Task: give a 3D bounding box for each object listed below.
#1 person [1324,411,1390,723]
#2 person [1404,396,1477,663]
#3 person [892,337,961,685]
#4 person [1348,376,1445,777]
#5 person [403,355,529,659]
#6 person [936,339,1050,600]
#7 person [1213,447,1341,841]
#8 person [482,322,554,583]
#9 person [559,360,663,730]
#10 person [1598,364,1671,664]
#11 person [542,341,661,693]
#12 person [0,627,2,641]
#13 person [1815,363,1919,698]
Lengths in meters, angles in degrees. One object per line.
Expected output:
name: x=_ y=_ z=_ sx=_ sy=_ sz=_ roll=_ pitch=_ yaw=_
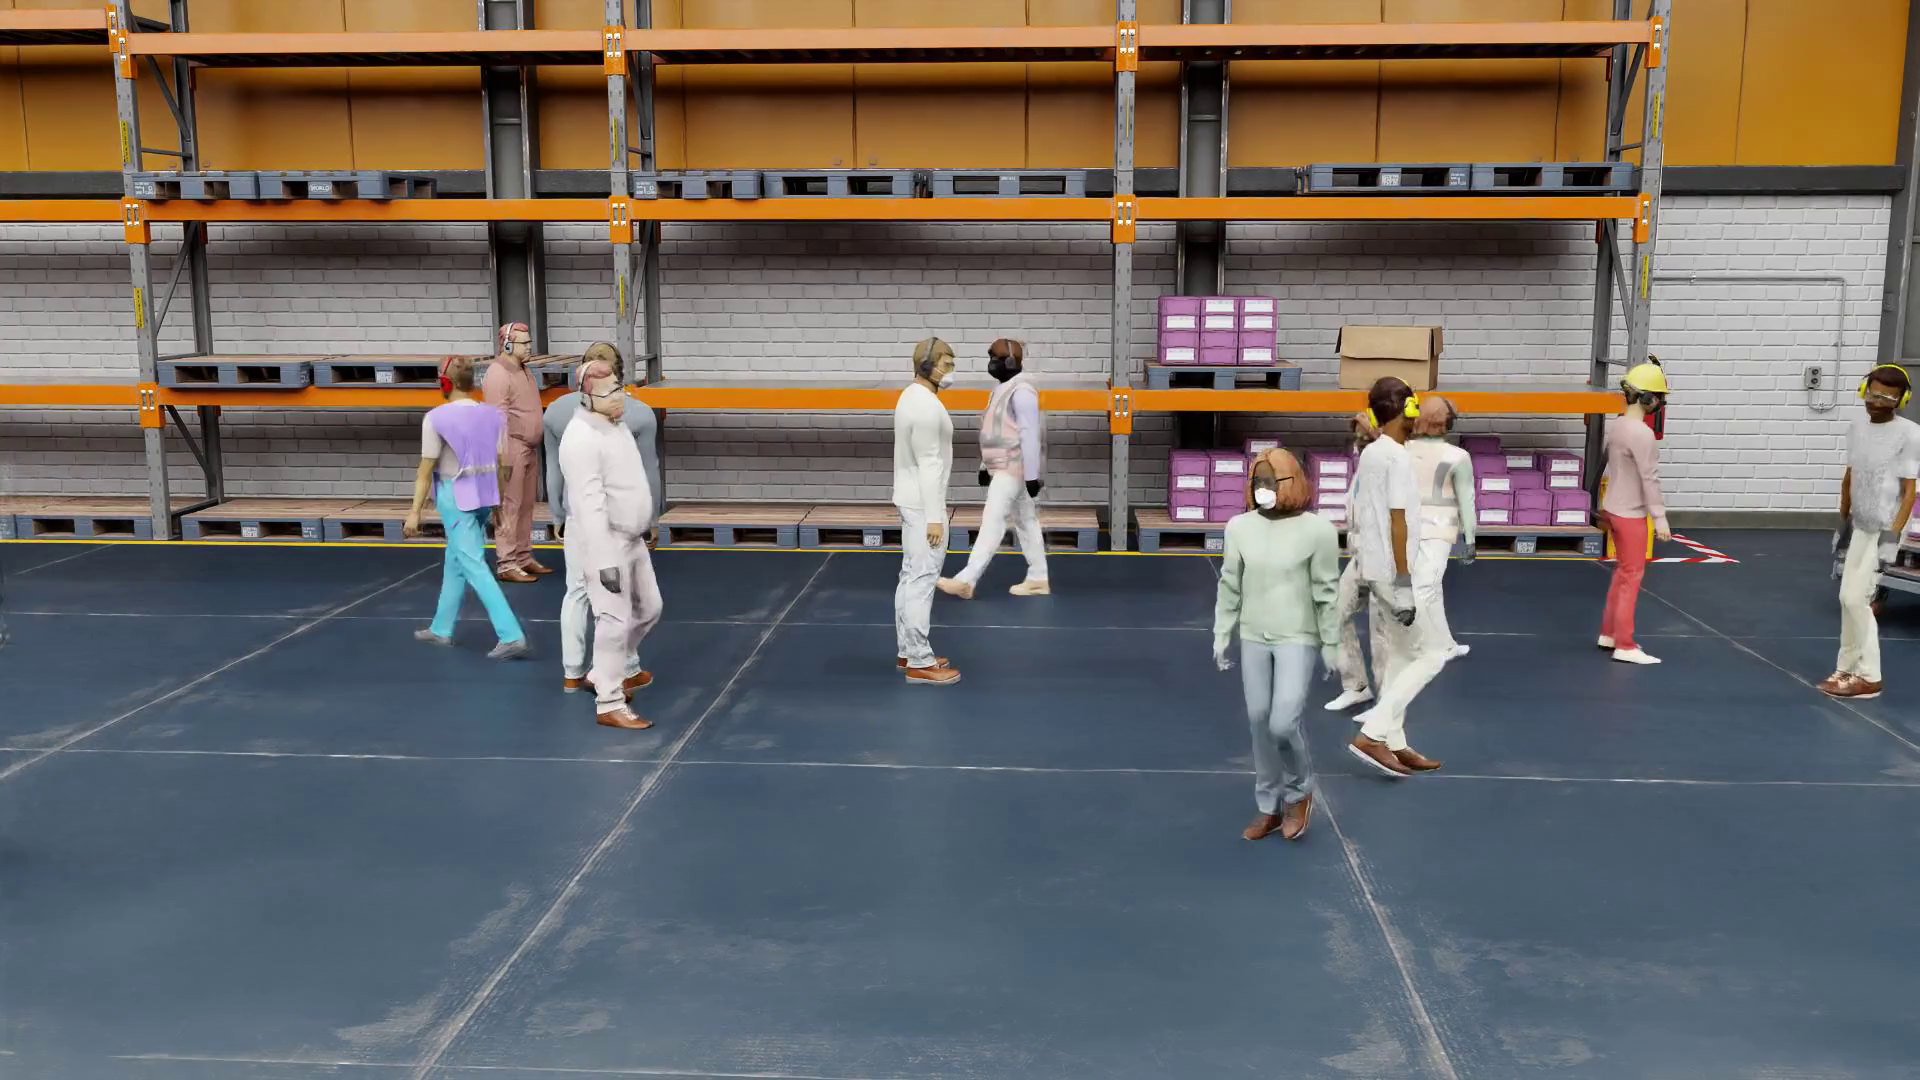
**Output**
person: x=2.054 y=0.145 z=8.434 sx=0.480 sy=1.617 sz=0.511 roll=-1 pitch=10 yaw=-8
person: x=2.673 y=-0.018 z=9.450 sx=0.884 sy=1.594 sz=0.531 roll=-7 pitch=12 yaw=-36
person: x=-0.198 y=-0.166 z=9.324 sx=0.352 sy=1.933 sz=0.634 roll=-2 pitch=10 yaw=-10
person: x=2.026 y=0.178 z=7.592 sx=0.404 sy=1.839 sz=0.561 roll=0 pitch=10 yaw=2
person: x=-2.941 y=-0.196 z=9.897 sx=0.960 sy=1.804 sz=0.585 roll=4 pitch=11 yaw=24
person: x=0.224 y=-0.487 z=11.561 sx=0.914 sy=1.804 sz=0.651 roll=-1 pitch=10 yaw=-7
person: x=1.262 y=0.434 z=6.708 sx=0.530 sy=1.620 sz=0.365 roll=8 pitch=12 yaw=38
person: x=-3.236 y=-0.637 z=12.191 sx=0.400 sy=1.904 sz=0.651 roll=1 pitch=10 yaw=5
person: x=-1.766 y=0.035 z=8.361 sx=0.471 sy=1.878 sz=0.736 roll=1 pitch=10 yaw=6
person: x=3.947 y=-0.143 z=9.715 sx=0.358 sy=1.764 sz=0.537 roll=1 pitch=10 yaw=6
person: x=-1.946 y=-0.121 z=9.105 sx=0.642 sy=1.927 sz=0.394 roll=1 pitch=10 yaw=6
person: x=-4.098 y=0.311 z=6.461 sx=0.506 sy=1.951 sz=0.633 roll=3 pitch=10 yaw=19
person: x=4.865 y=-0.032 z=8.877 sx=0.400 sy=1.834 sz=0.520 roll=-2 pitch=10 yaw=-11
